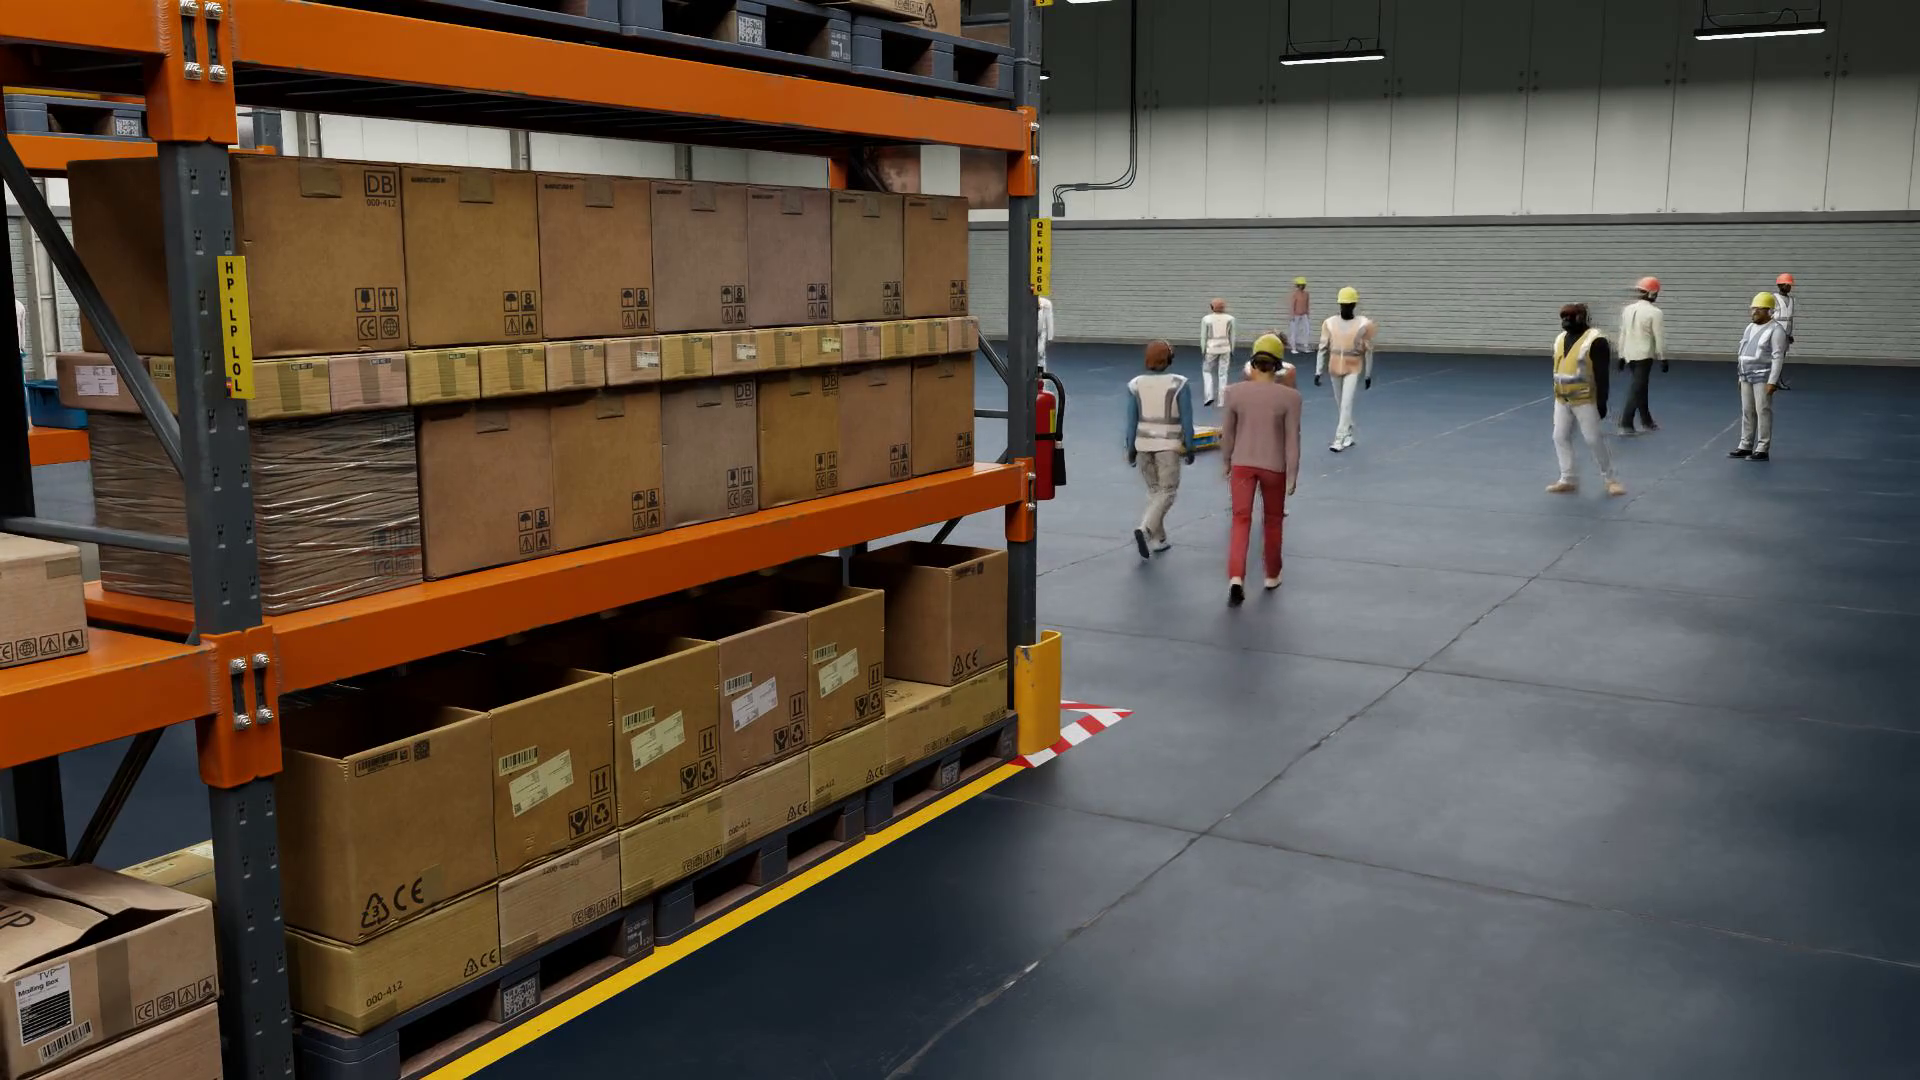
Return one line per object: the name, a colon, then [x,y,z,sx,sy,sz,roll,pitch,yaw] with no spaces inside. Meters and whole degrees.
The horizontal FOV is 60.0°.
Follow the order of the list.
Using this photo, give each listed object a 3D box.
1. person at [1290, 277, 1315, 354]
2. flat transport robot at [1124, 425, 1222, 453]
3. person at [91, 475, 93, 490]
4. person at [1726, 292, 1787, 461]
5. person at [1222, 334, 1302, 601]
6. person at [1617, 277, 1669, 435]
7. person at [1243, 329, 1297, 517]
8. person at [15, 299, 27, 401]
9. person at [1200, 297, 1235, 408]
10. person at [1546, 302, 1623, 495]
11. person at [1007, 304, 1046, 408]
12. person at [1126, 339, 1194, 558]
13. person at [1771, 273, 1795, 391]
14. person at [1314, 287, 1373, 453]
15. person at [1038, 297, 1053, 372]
person: [7.788,-5.084,37.755,0.548,1.737,0.762,-5,11,-26]
flat transport robot: [2.544,-1.168,19.150,0.652,0.197,1.431,7,12,37]
person: [-5.635,-0.467,11.119,0.433,1.629,0.540,0,10,1]
person: [8.693,-1.776,18.142,0.404,1.832,0.600,-2,10,-11]
person: [1.952,-0.479,10.855,0.525,1.731,0.853,3,10,17]
person: [8.612,-2.286,20.764,0.898,1.959,0.634,-3,10,-18]
person: [2.557,-0.959,13.963,0.519,1.621,0.669,7,12,36]
person: [-13.583,-2.747,23.617,0.409,1.909,0.643,3,10,19]
person: [3.787,-2.746,24.448,0.533,1.627,0.394,-1,10,-3]
person: [5.879,-1.325,15.612,0.639,1.810,0.660,-4,10,-22]
person: [0.964,-2.711,23.944,0.702,1.717,0.519,7,12,35]
person: [1.445,-0.674,12.318,0.514,1.614,0.719,7,12,35]
person: [13.620,-3.446,27.608,0.545,1.942,0.351,-3,10,-19]
person: [4.427,-1.962,19.139,0.600,1.873,1.015,6,11,31]
person: [1.244,-3.348,27.326,0.589,1.851,0.952,-1,10,-6]
